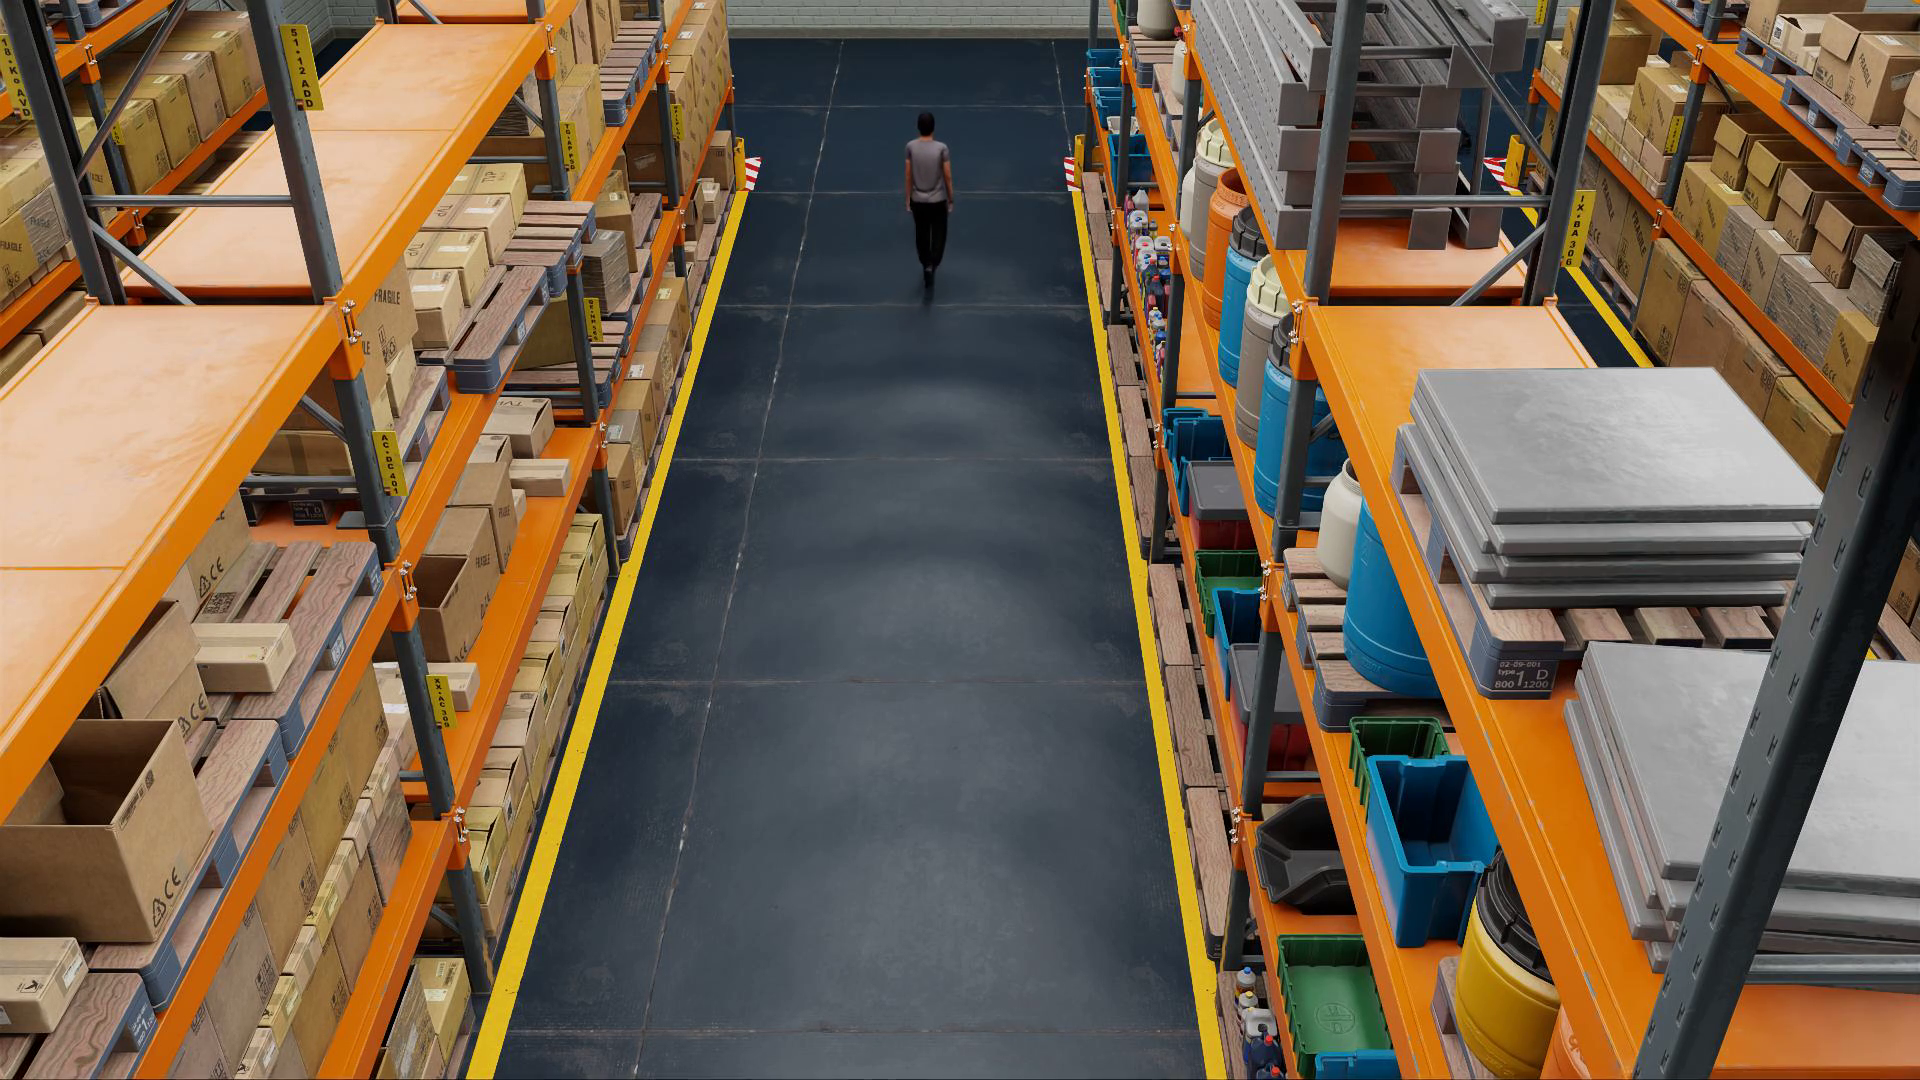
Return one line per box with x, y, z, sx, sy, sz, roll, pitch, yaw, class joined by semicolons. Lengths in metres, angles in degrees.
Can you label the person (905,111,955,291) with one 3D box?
-0.316;-3.298;16.265;0.741;1.738;1.022;5;33;8;person
